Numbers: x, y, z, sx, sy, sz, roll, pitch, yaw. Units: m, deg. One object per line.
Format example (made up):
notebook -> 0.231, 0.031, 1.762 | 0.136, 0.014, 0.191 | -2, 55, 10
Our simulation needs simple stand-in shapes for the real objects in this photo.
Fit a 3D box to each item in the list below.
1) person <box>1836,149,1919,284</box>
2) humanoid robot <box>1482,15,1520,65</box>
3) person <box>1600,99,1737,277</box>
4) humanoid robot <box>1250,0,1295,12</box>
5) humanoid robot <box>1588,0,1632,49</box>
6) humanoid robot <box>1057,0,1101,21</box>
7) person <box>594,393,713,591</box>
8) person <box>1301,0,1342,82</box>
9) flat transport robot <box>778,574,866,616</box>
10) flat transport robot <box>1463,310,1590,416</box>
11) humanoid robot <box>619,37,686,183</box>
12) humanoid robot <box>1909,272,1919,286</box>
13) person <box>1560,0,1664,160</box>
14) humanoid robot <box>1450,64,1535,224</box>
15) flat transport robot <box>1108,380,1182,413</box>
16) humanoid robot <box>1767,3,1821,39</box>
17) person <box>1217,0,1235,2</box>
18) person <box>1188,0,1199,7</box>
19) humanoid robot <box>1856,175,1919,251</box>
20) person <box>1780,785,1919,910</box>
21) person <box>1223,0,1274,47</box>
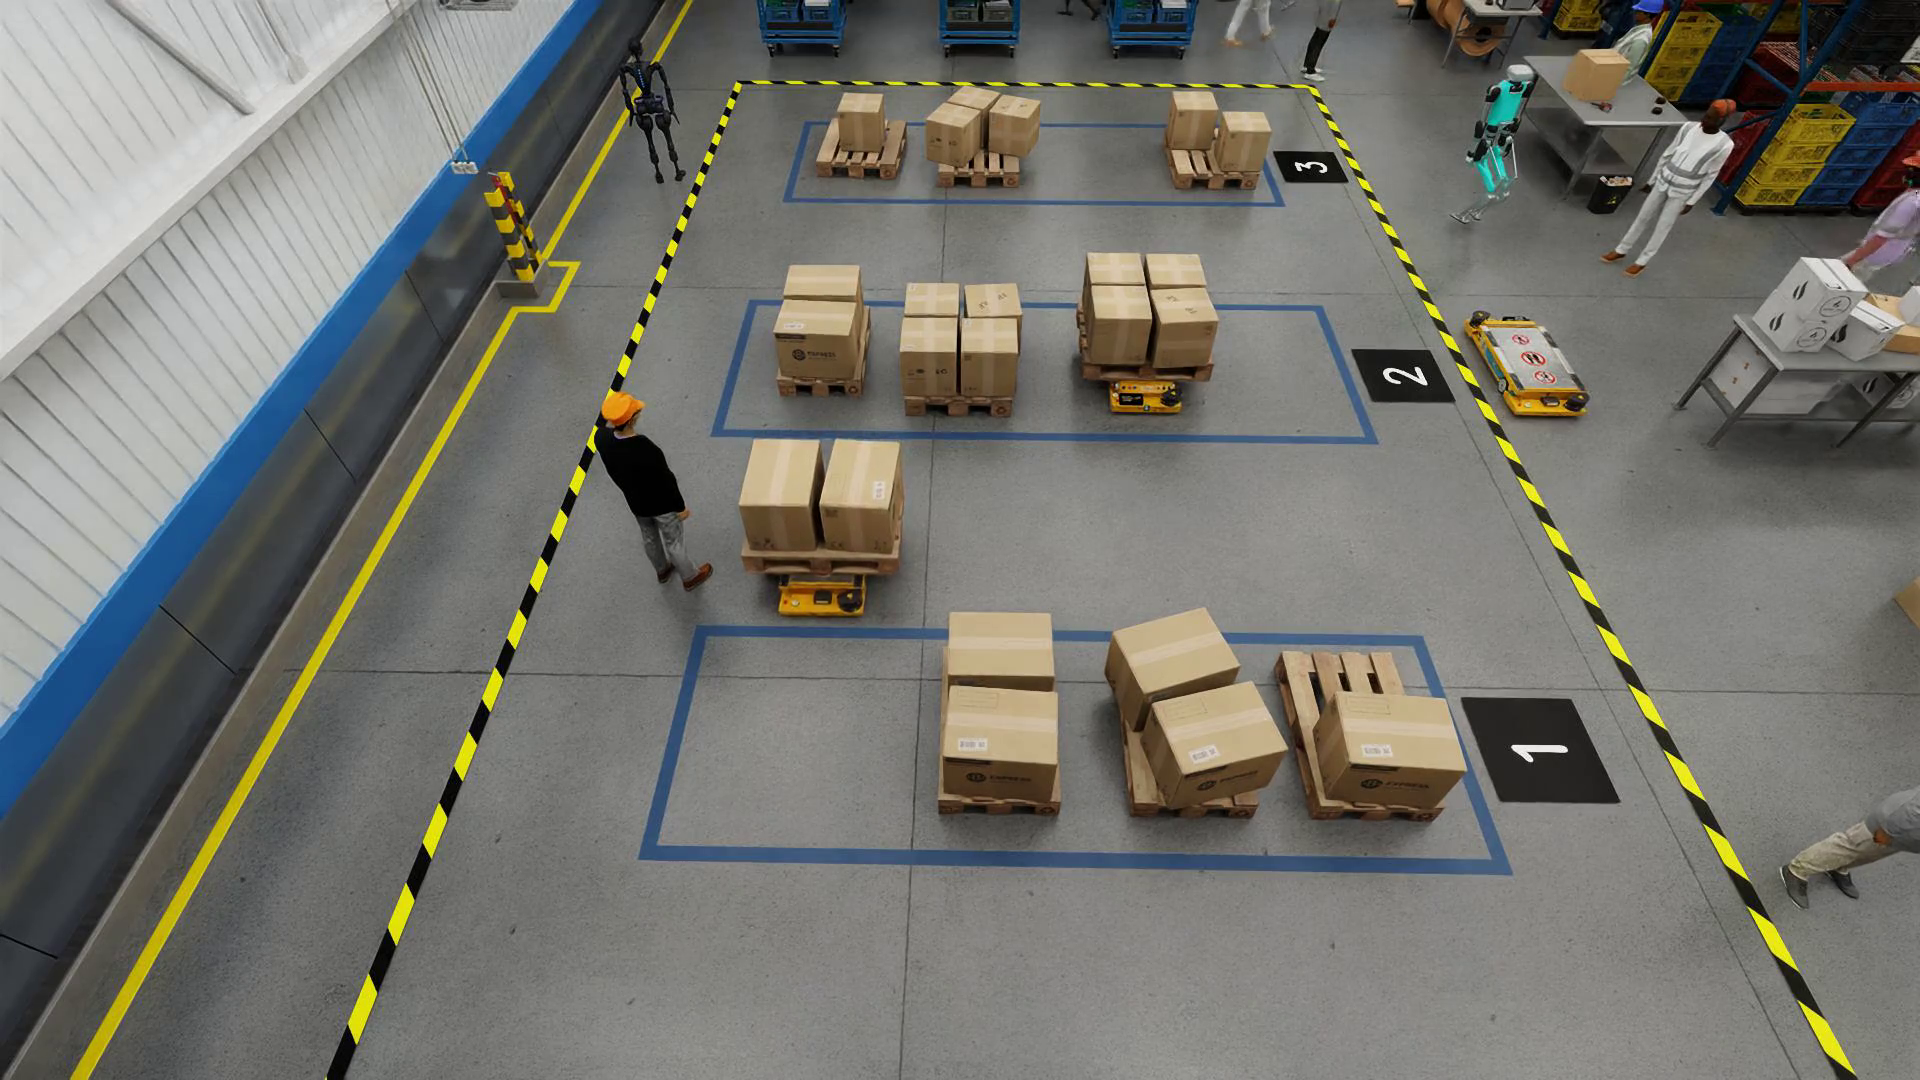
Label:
person -> 8.739, -2.786, 8.793 | 0.668, 2.013, 0.542 | -33, 57, -25
humanoid robot -> 7.994, -7.897, 13.454 | 0.603, 1.628, 0.754 | 23, 53, 19
person -> 7.518, -3.692, 9.662 | 0.357, 1.881, 0.573 | -18, 52, -15
humanoid robot -> 5.070, -9.282, 14.615 | 1.023, 1.749, 0.542 | -8, 50, -7
humanoid robot -> 9.447, -7.724, 13.300 | 0.712, 1.632, 0.612 | -12, 50, -10
humanoid robot -> 1.962, -9.207, 14.594 | 0.707, 1.639, 0.587 | 11, 50, 9
person -> -2.265, -0.317, 6.741 | 0.586, 1.883, 0.368 | 19, 52, 16
person -> 5.291, -7.544, 13.015 | 0.398, 1.850, 0.596 | 5, 49, 4
flat transport robot -> -1.068, -0.005, 7.520 | 0.652, 0.197, 1.431 | 1, 49, 1
flat transport robot -> 5.573, -1.757, 9.054 | 0.659, 0.231, 1.431 | 1, 49, 1
humanoid robot -> -3.733, -5.173, 11.071 | 0.599, 1.655, 0.315 | -7, 49, -6
humanoid robot -> 10.567, -3.351, 9.396 | 0.534, 1.692, 0.735 | 4, 49, 4
person -> 8.092, -5.687, 11.346 | 0.383, 1.948, 0.600 | 19, 52, 16
humanoid robot -> 6.022, -4.308, 10.202 | 0.533, 1.677, 0.735 | -11, 50, -10
flat transport robot -> 1.773, -1.807, 9.079 | 0.652, 0.197, 1.431 | 1, 49, 1
humanoid robot -> 12.488, -8.046, 13.574 | 0.617, 1.641, 0.590 | -25, 53, -20
person -> 4.557, -9.931, 15.025 | 0.379, 1.940, 0.628 | 1, 49, 1
person -> 3.814, -9.654, 14.767 | 0.609, 1.964, 0.365 | -25, 54, -20
humanoid robot -> 10.774, -3.907, 10.011 | 0.763, 1.880, 0.551 | -5, 49, -5
person -> 5.417, 1.580, 5.172 | 0.567, 1.769, 0.397 | -7, 49, -6
person -> 4.556, -8.454, 13.854 | 0.942, 1.770, 0.684 | -20, 52, -16
